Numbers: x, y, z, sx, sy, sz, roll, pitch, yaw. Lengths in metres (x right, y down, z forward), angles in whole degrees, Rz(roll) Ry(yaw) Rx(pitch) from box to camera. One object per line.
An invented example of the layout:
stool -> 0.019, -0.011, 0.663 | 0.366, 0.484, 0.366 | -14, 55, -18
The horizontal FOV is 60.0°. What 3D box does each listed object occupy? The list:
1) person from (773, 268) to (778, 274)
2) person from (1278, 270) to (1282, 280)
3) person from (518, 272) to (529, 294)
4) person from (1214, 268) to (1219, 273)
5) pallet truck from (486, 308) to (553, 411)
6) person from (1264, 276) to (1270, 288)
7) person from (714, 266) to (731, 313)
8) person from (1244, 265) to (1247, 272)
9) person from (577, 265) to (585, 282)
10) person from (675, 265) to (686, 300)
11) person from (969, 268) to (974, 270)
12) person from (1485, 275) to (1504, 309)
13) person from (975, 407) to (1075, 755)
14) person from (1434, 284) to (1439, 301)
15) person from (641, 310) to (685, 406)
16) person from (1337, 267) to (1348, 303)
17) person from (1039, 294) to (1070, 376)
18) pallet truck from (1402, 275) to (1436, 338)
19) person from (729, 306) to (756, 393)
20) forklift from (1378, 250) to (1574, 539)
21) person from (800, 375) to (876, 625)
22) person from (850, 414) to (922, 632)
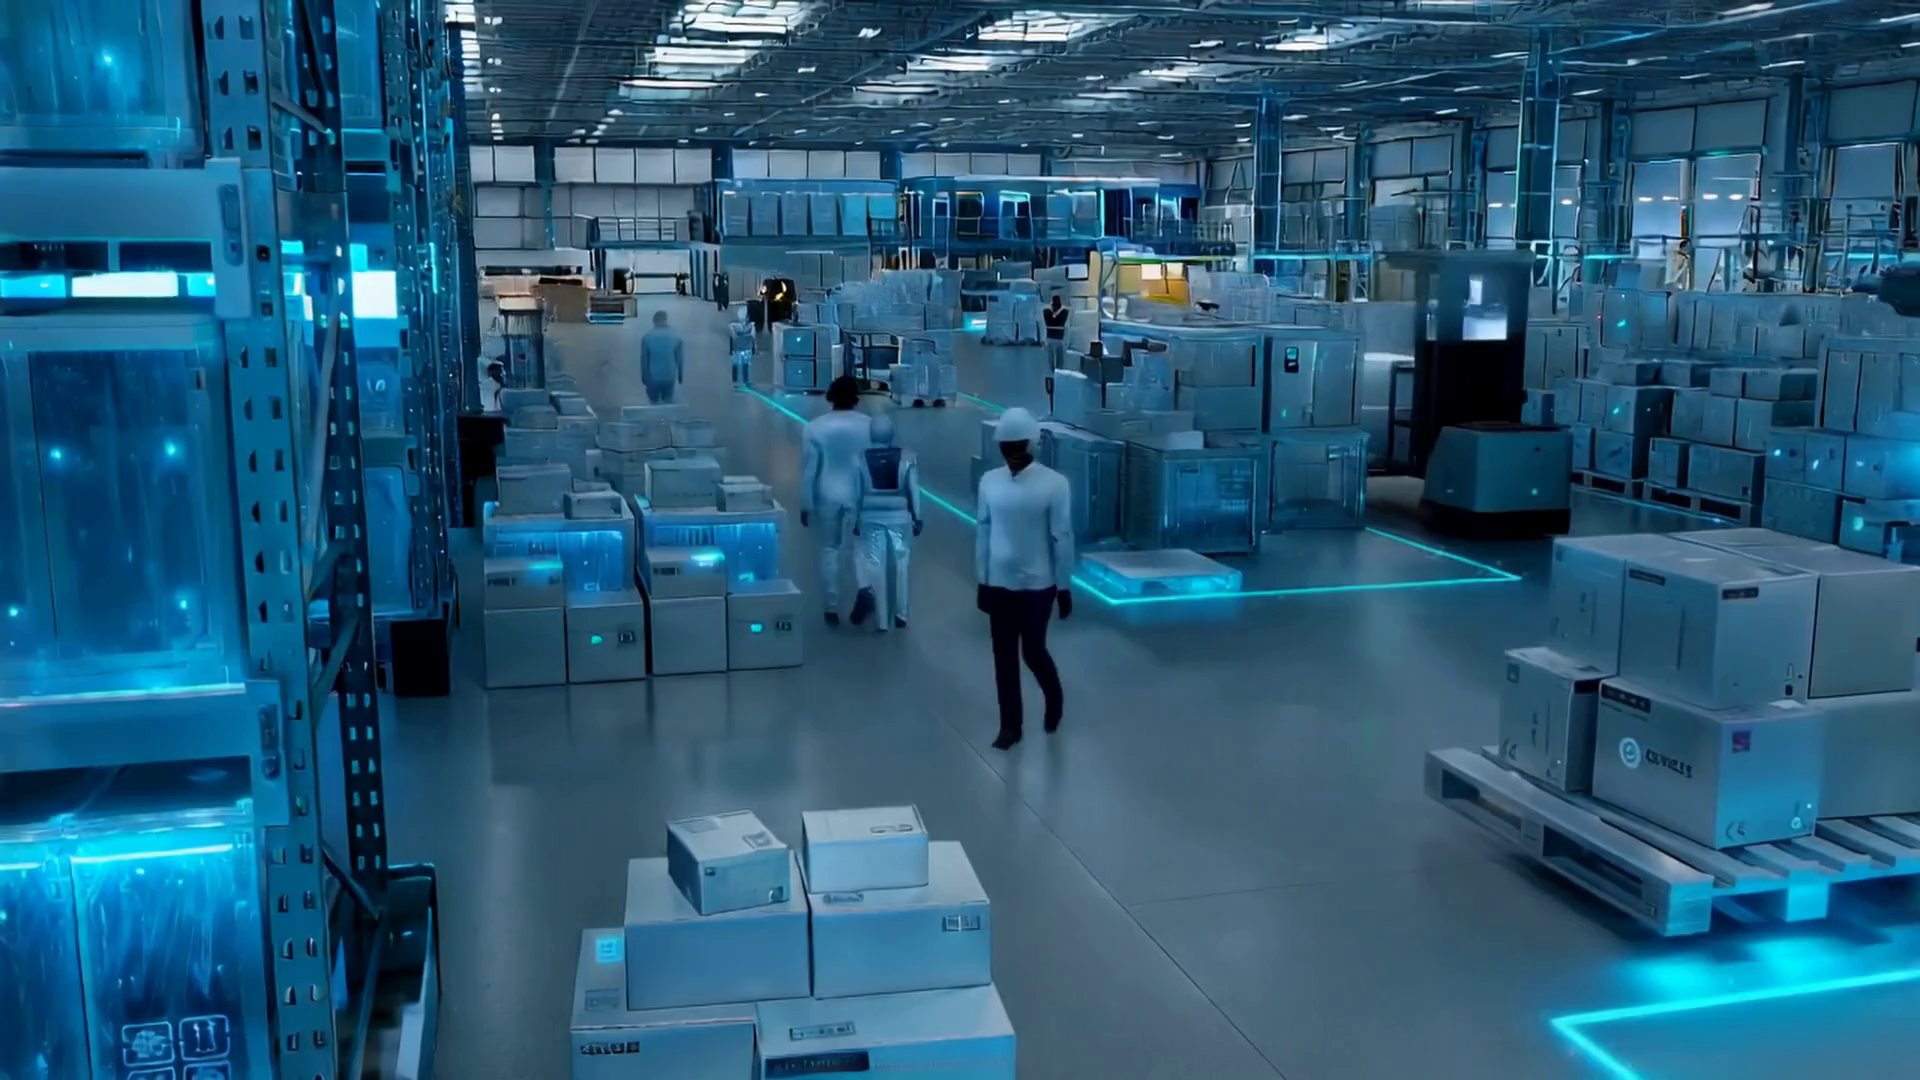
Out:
person -> -7.918, -10.735, 71.629 | 0.543, 1.939, 0.359 | -4, 11, -21
person -> 17.054, -13.906, 89.664 | 0.619, 1.895, 0.975 | 0, 10, 2
person -> -19.799, -11.292, 75.364 | 0.523, 1.740, 0.746 | 0, 10, -1
person -> 11.724, -11.443, 75.699 | 0.815, 1.909, 0.580 | -2, 10, -13
pallet truck -> -6.242, -2.418, 24.362 | 0.823, 1.965, 1.885 | 1, 10, 3
person -> 10.604, -8.261, 57.843 | 0.530, 1.853, 0.578 | -6, 12, -30
person -> -10.166, -10.723, 71.268 | 0.691, 2.000, 0.781 | 0, 10, 1
person -> 13.513, -12.032, 78.808 | 0.376, 1.995, 0.612 | 0, 10, 0
person -> -19.715, -13.363, 86.666 | 0.573, 1.883, 0.354 | 8, 13, 39
person -> -14.956, -13.774, 89.014 | 0.599, 1.886, 0.952 | -4, 11, -20
person -> 0.495, -9.849, 66.470 | 0.612, 1.983, 1.056 | -5, 11, -27
person -> 18.290, -8.159, 57.011 | 0.614, 1.958, 0.971 | 2, 10, 12
person -> 0.367, 0.222, 9.452 | 0.624, 1.976, 0.520 | 6, 12, 32
person -> 16.655, -8.157, 57.350 | 0.638, 1.832, 0.459 | 2, 10, 10
person -> -4.541, -2.553, 25.421 | 0.679, 1.889, 0.463 | -3, 11, -18
person -> 17.849, -11.810, 77.748 | 0.593, 1.925, 0.384 | 1, 10, 4
person -> 1.942, -4.138, 34.411 | 0.615, 1.880, 0.893 | 3, 10, 16
pallet truck -> 14.620, -7.324, 52.145 | 0.823, 1.965, 1.885 | 8, 13, 40
person -> -4.279, -3.745, 32.732 | 0.537, 1.695, 0.321 | -3, 10, -14
forklift -> 5.253, -1.522, 16.790 | 1.129, 2.768, 1.873 | -3, 10, -16
person -> -0.867, -0.270, 12.457 | 0.645, 1.922, 0.614 | -2, 10, -13
person -> -0.560, -0.141, 12.521 | 0.539, 1.612, 0.650 | 0, 10, -3
